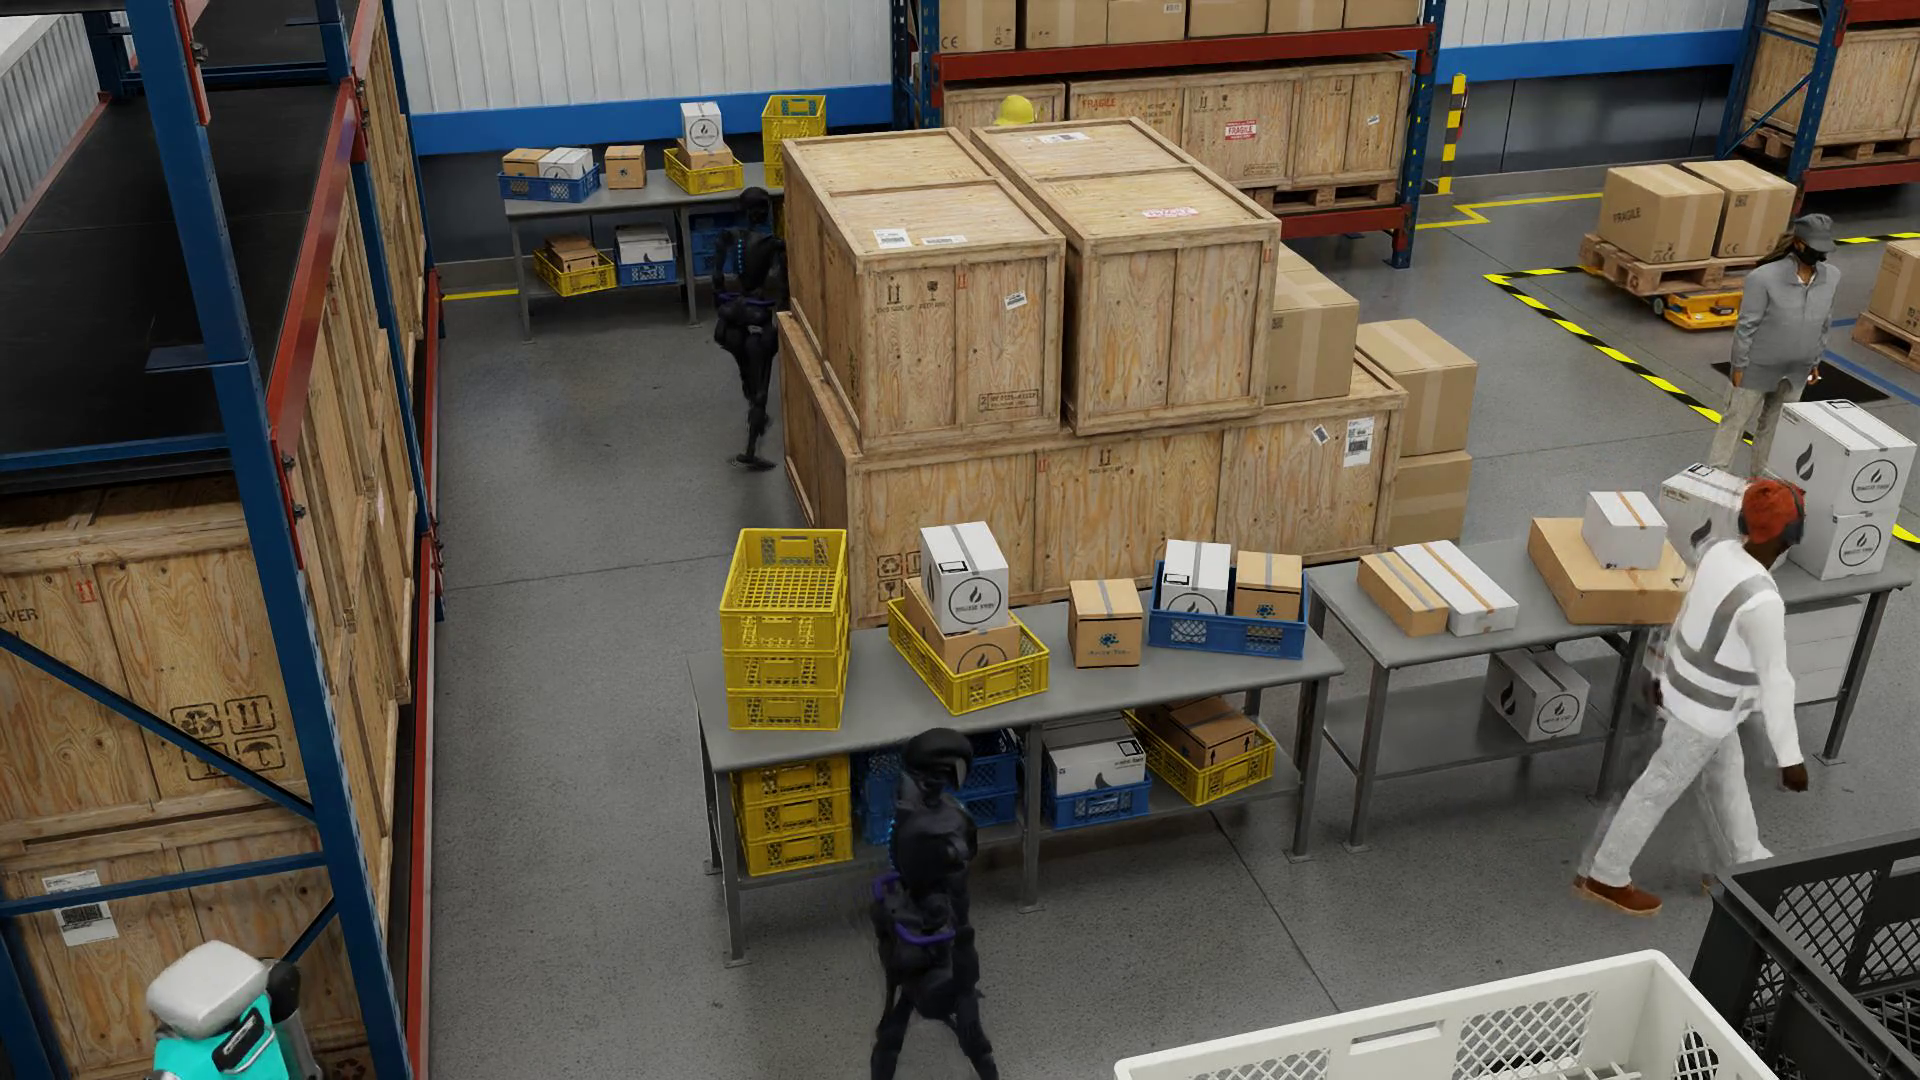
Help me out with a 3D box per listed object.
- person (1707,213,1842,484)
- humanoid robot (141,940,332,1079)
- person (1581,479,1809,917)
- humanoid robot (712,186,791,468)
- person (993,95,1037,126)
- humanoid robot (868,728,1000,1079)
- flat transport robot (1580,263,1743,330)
[{"bbox_3d":[4.578,-0.997,9.373,0.560,1.767,0.399,-4,29,-8],"label":"person"},{"bbox_3d":[-1.559,1.864,4.318,0.764,1.894,0.544,8,30,15],"label":"humanoid robot"},{"bbox_3d":[2.961,0.668,6.272,0.960,1.835,0.700,5,29,10],"label":"person"},{"bbox_3d":[-1.300,-1.298,10.068,0.591,1.611,0.756,12,31,21],"label":"humanoid robot"},{"bbox_3d":[0.382,-2.117,11.337,0.599,1.829,0.404,24,37,36],"label":"person"},{"bbox_3d":[-0.061,1.268,5.374,0.686,1.636,0.591,-13,31,-22],"label":"humanoid robot"},{"bbox_3d":[5.412,-1.961,12.647,0.652,0.197,1.431,-7,30,-12],"label":"flat transport robot"}]
